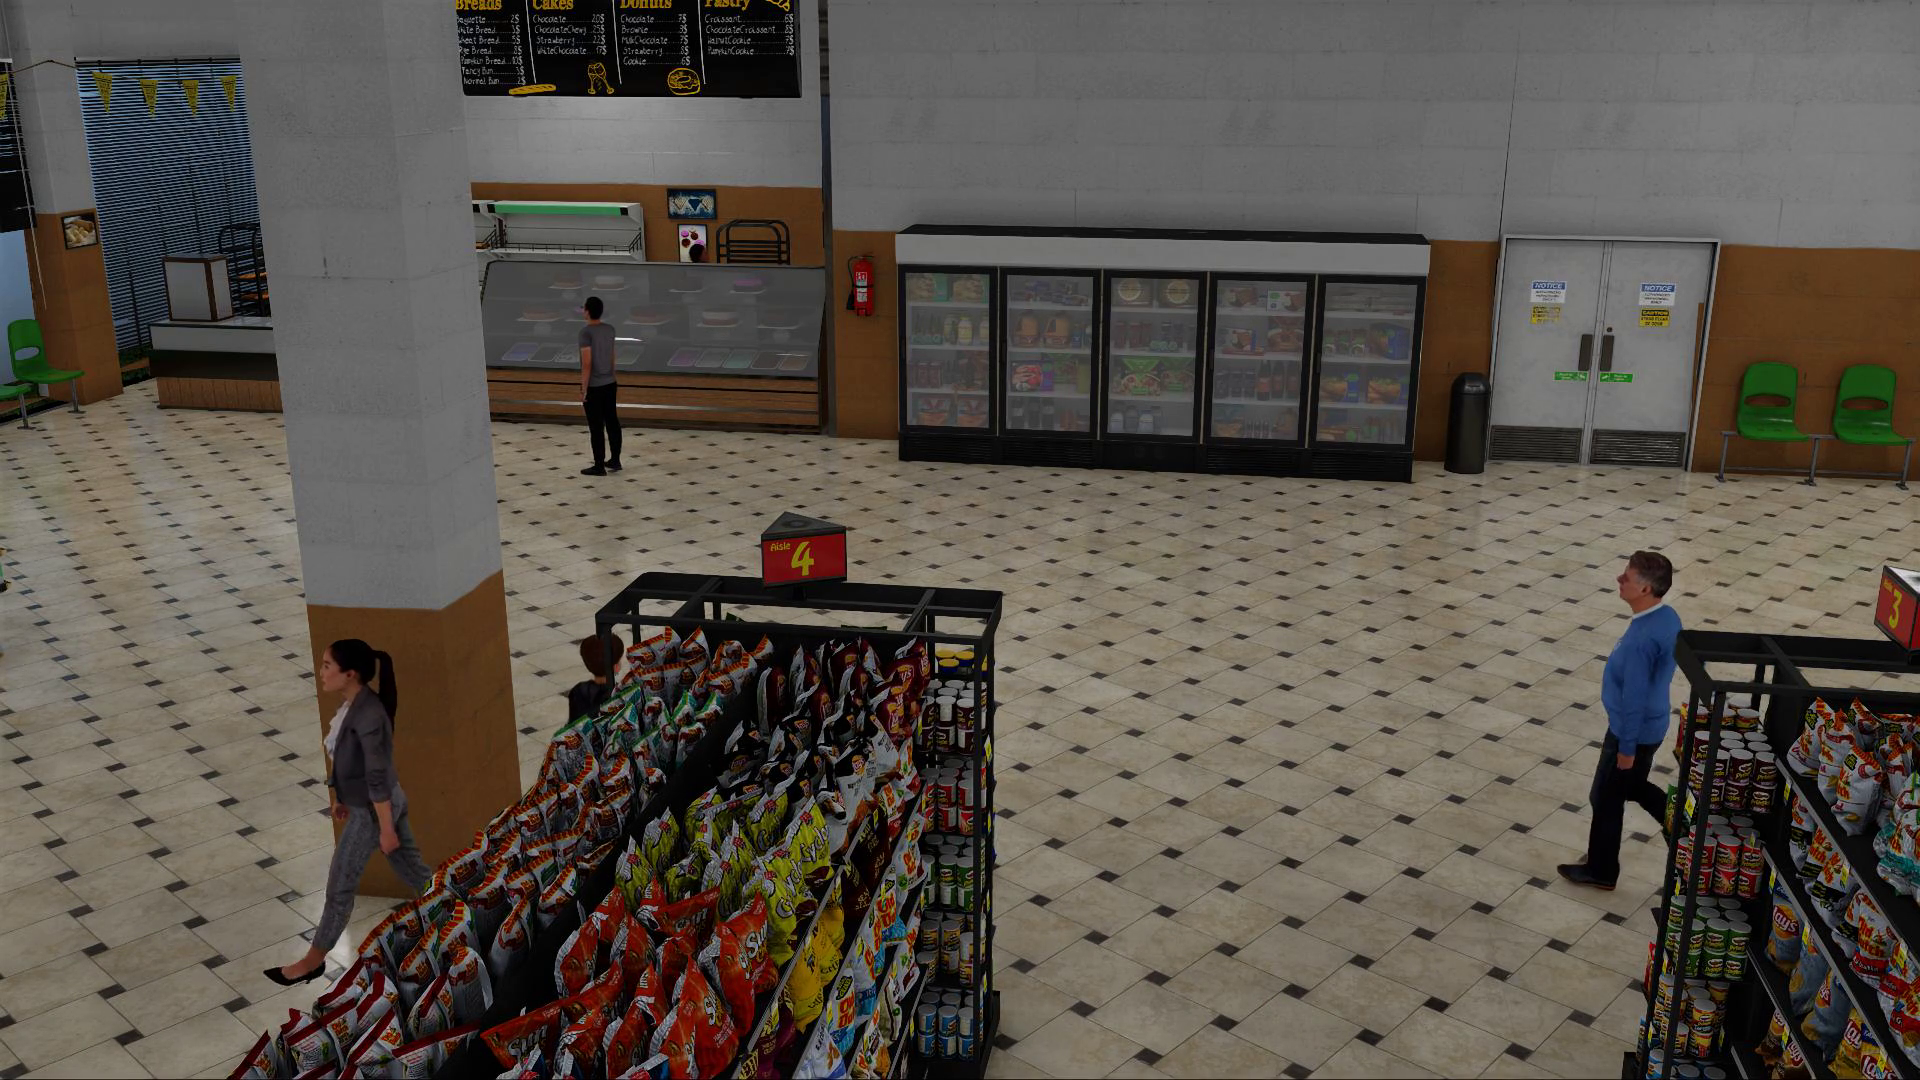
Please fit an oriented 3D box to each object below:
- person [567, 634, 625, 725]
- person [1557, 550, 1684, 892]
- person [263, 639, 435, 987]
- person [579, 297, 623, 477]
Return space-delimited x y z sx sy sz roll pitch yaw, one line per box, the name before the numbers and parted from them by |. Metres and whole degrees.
person | -1.751 1.153 8.088 0.580 1.438 0.589 7 18 21
person | 3.420 0.927 8.203 0.959 1.803 1.014 11 20 32
person | -2.539 1.242 7.471 1.049 1.626 1.126 -6 18 -19
person | -3.545 -1.522 16.352 0.740 1.754 0.604 9 19 28
